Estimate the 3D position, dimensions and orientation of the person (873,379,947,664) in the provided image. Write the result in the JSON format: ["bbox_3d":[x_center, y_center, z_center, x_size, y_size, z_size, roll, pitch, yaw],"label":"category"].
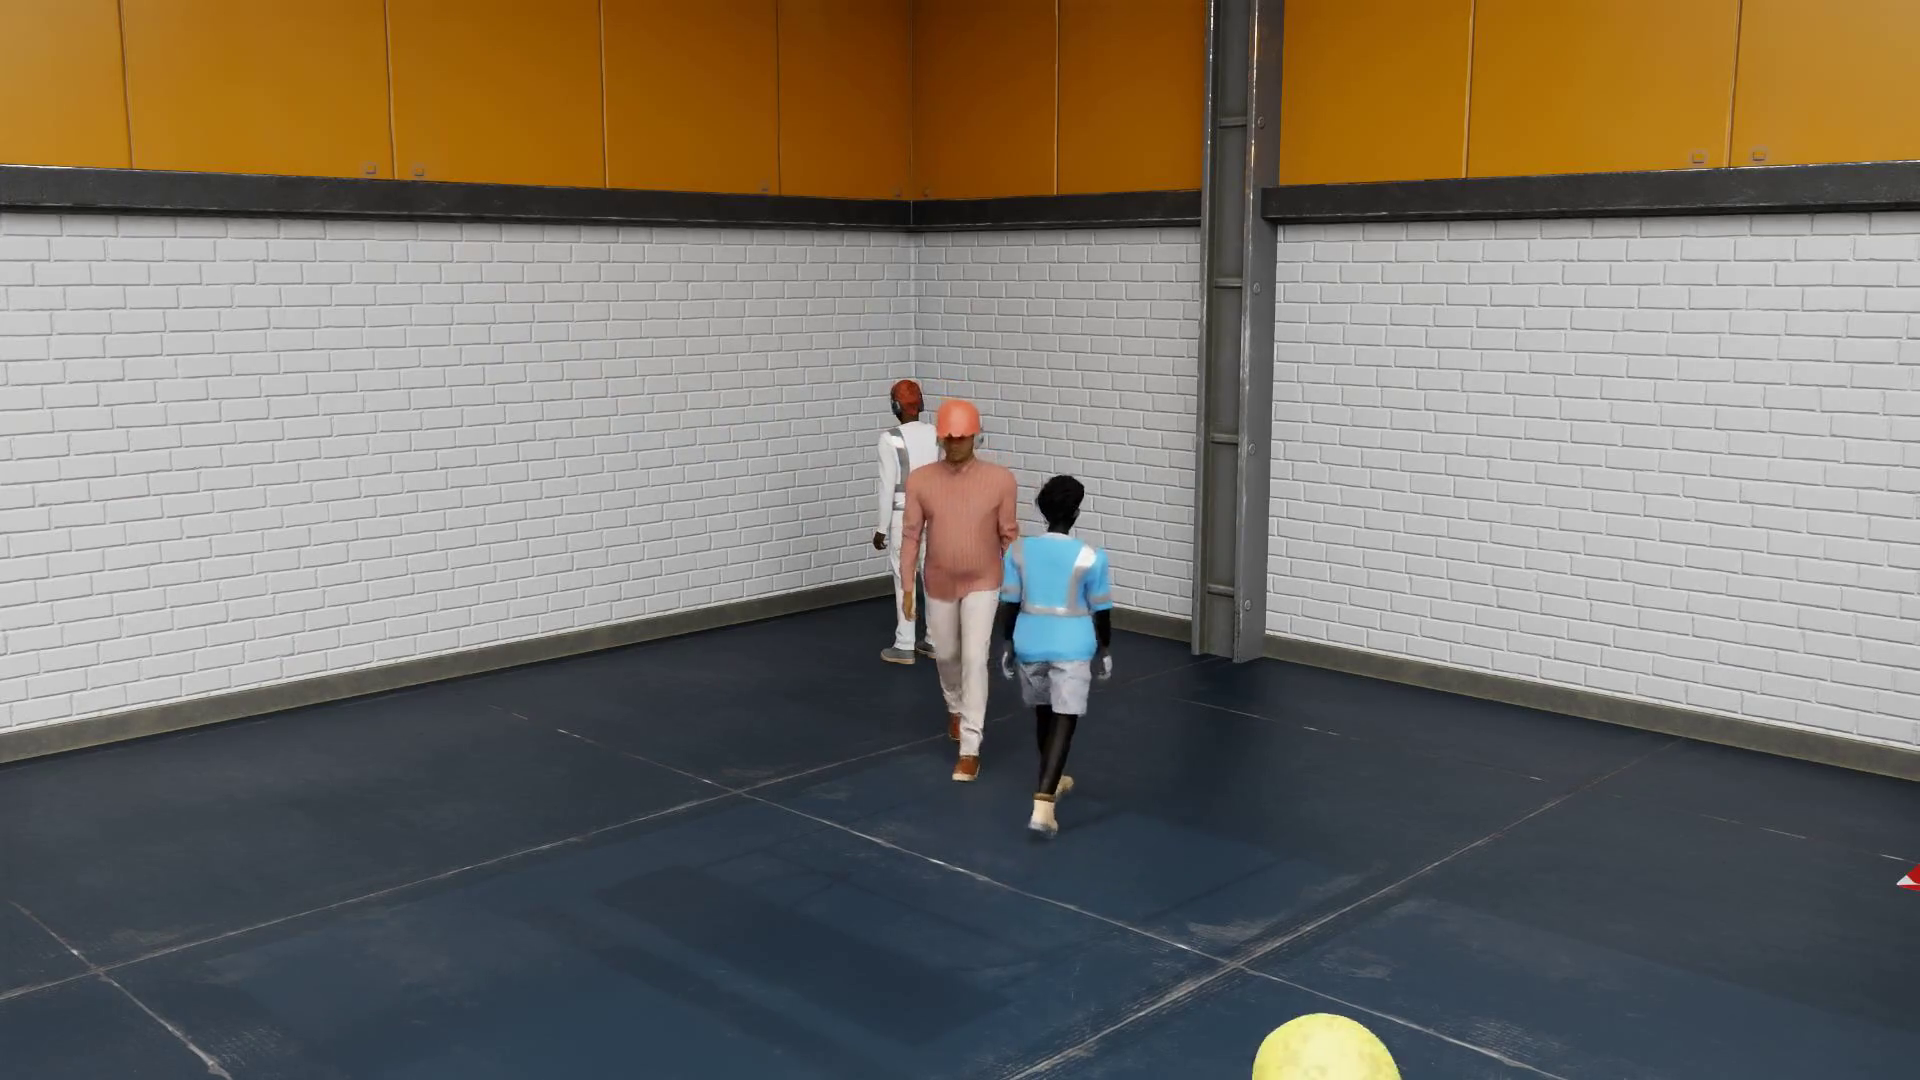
[{"bbox_3d":[-0.319,-0.120,11.022,0.572,1.887,0.354,-7,12,-38],"label":"person"}]

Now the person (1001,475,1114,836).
[{"bbox_3d":[0.450,0.521,7.819,0.536,1.649,0.852,5,10,26],"label":"person"}]

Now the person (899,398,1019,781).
[{"bbox_3d":[0.004,0.205,8.838,0.634,1.958,0.983,1,9,7],"label":"person"}]

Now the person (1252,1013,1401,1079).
[{"bbox_3d":[0.418,1.433,2.022,0.487,1.713,0.819,-1,9,-4],"label":"person"}]
